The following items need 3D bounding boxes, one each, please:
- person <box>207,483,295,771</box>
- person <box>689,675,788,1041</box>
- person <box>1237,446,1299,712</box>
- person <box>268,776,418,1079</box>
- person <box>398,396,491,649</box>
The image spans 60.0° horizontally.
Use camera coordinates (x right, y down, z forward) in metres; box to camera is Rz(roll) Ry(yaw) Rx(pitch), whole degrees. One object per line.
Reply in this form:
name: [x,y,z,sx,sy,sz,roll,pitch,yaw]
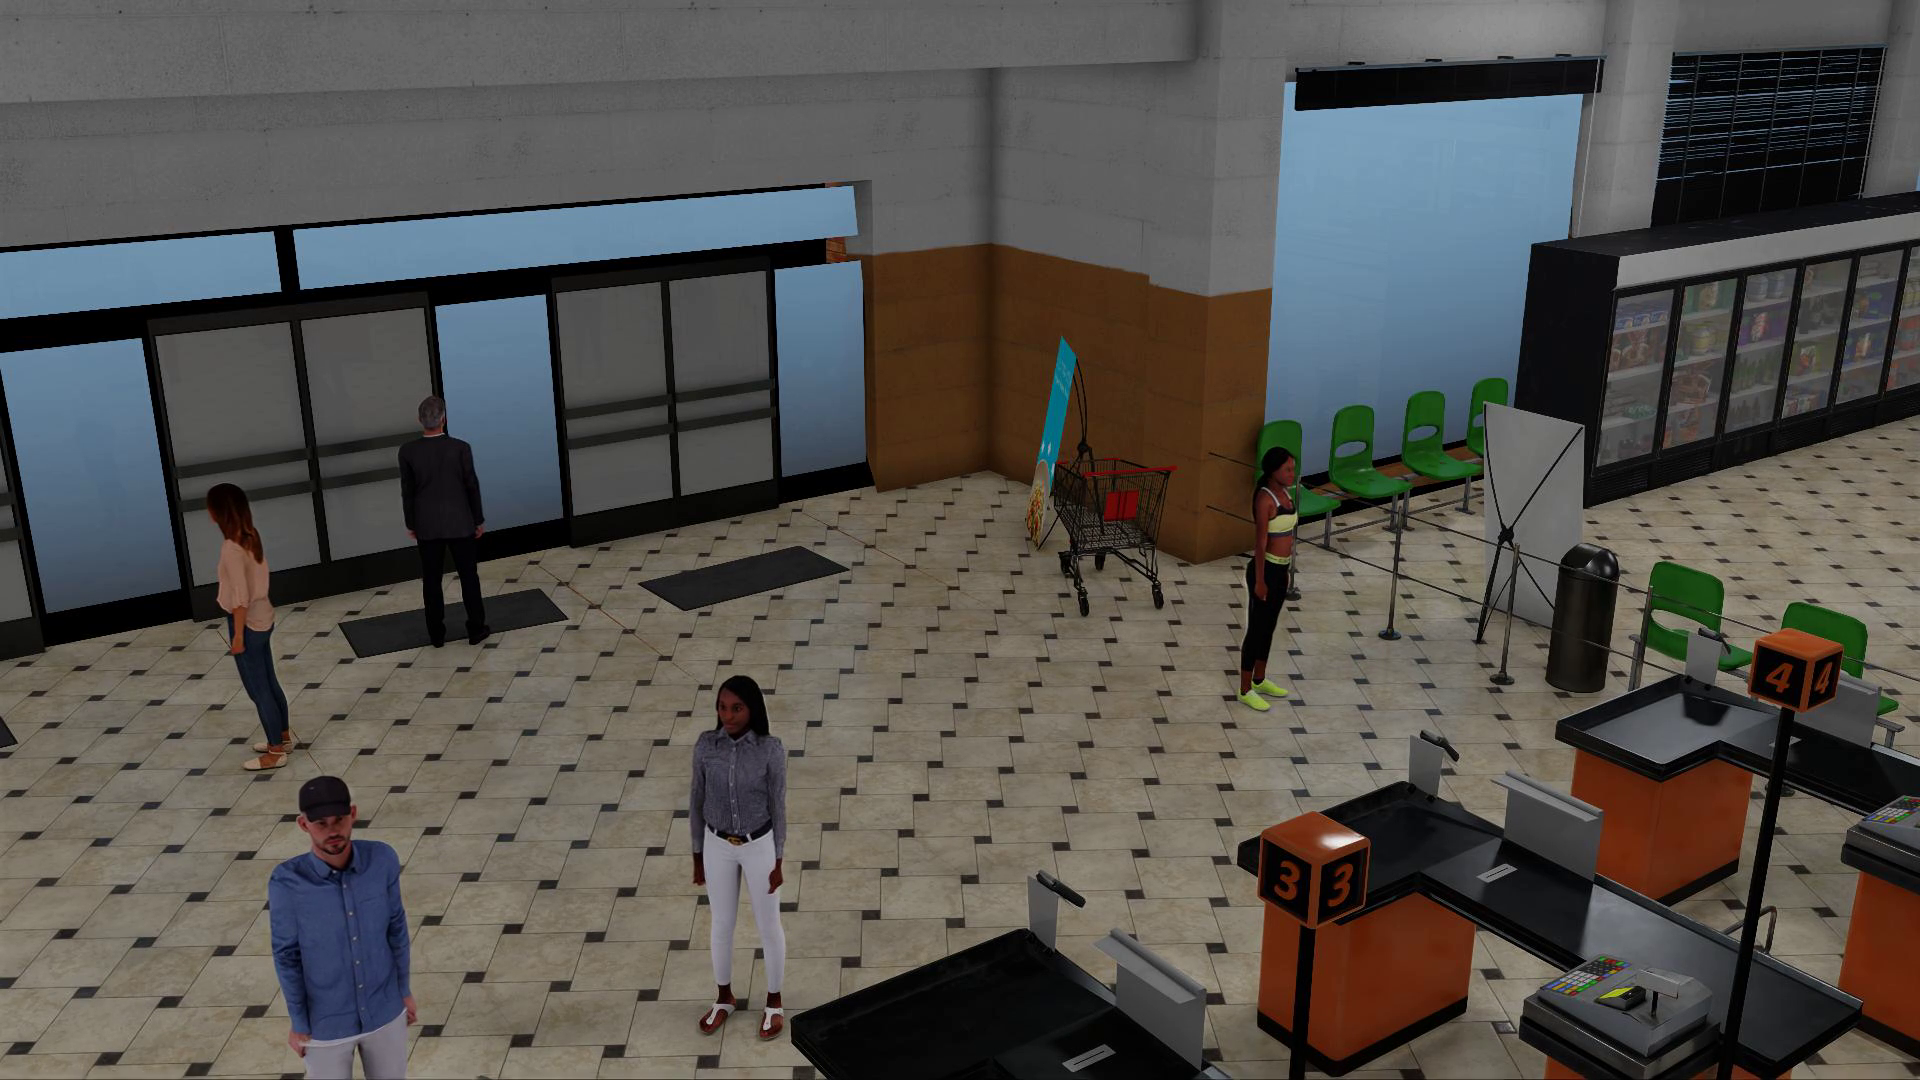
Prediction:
person: [-4.261,0.520,10.000,0.734,1.790,0.613,-2,19,-7]
person: [-0.978,1.409,7.463,0.667,1.725,0.725,3,19,9]
person: [2.018,0.232,10.909,0.607,1.754,0.628,13,23,34]
person: [-2.271,1.747,6.205,0.642,1.888,0.558,-13,23,-34]
person: [-3.675,-0.134,11.856,0.795,1.842,0.762,-4,19,-10]
